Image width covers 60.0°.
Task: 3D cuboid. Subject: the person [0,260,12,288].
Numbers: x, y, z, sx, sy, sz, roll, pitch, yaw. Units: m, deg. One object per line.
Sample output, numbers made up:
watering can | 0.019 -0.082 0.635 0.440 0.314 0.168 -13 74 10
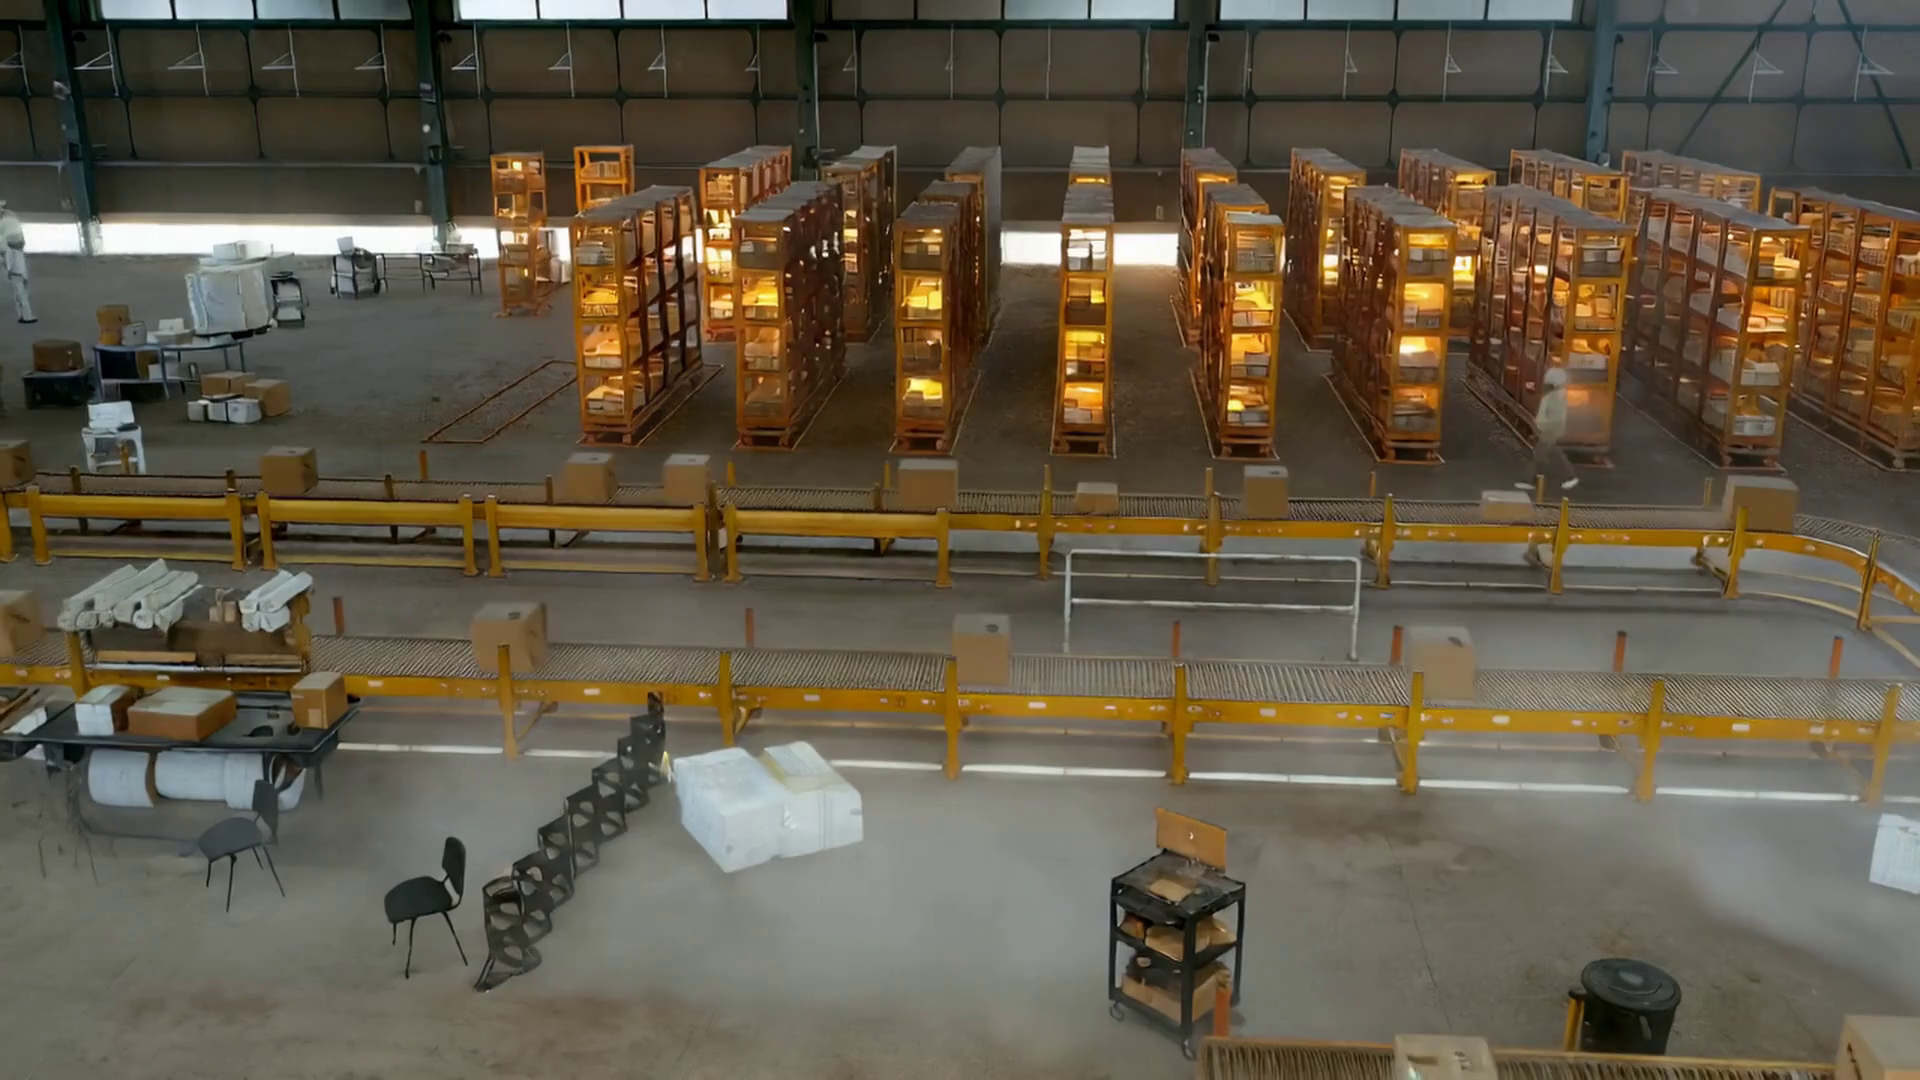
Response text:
person | -23.981 -7.135 41.269 0.958 1.802 0.624 -7 19 -21

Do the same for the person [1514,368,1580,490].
person | 8.444 -1.567 23.599 0.893 1.800 0.601 3 18 10

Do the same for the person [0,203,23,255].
person | -24.339 -7.638 42.596 0.623 1.965 0.926 -13 22 -36

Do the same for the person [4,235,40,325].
person | -20.612 -5.699 36.456 0.602 1.947 0.391 11 20 31
